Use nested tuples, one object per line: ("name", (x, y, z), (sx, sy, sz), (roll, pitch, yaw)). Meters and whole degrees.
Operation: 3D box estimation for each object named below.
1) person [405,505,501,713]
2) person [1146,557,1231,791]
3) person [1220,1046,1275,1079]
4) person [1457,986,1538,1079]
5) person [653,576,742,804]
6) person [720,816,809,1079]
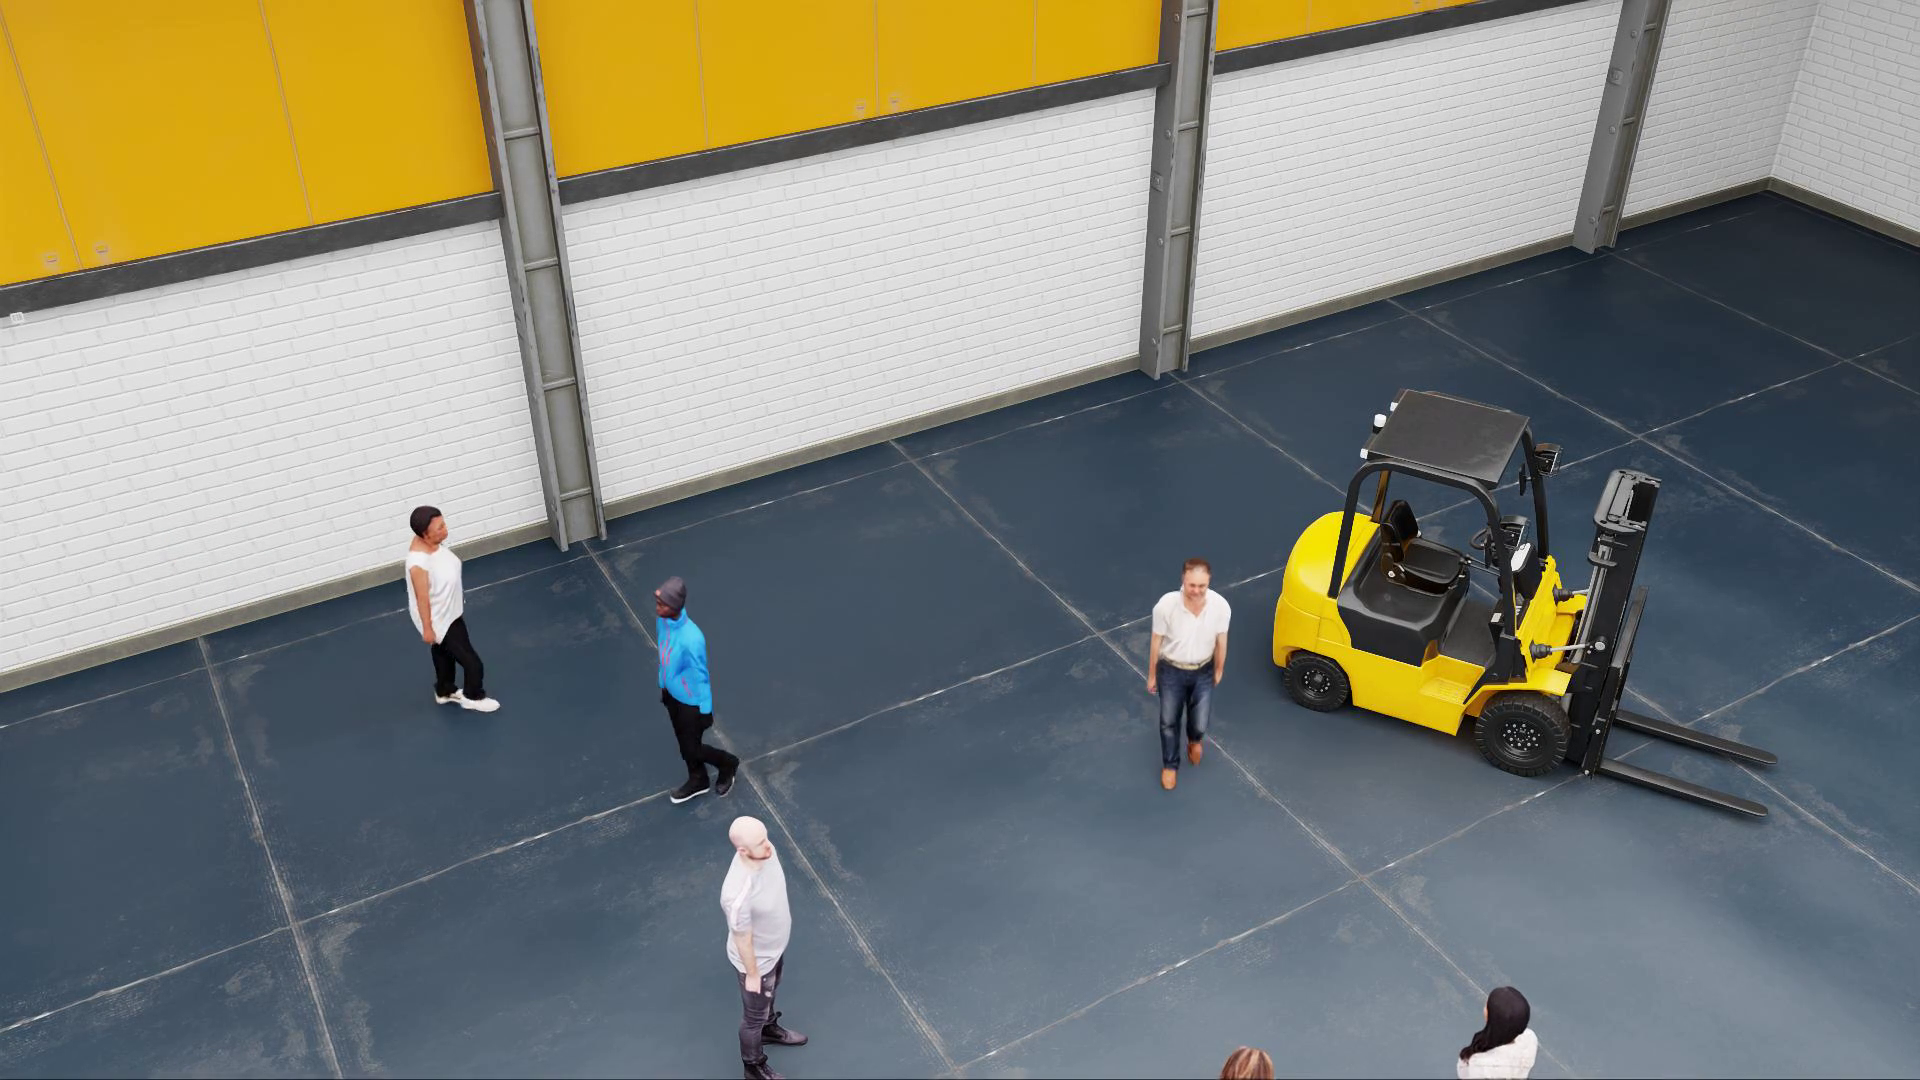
("person", (-3.687, 0.497, 11.619), (0.859, 1.674, 0.809), (-4, 34, -6))
("person", (1.493, 0.801, 11.015), (0.850, 1.837, 0.909), (5, 34, 7))
("person", (1.228, 3.019, 7.778), (0.665, 1.727, 0.666), (22, 39, 29))
("person", (2.521, 2.817, 8.061), (0.476, 1.749, 0.680), (-22, 39, -29))
("person", (-1.701, 0.971, 10.807), (0.761, 1.784, 0.697), (-26, 42, -34))
("person", (-1.082, 2.182, 8.942), (0.801, 1.832, 0.756), (6, 34, 9))
